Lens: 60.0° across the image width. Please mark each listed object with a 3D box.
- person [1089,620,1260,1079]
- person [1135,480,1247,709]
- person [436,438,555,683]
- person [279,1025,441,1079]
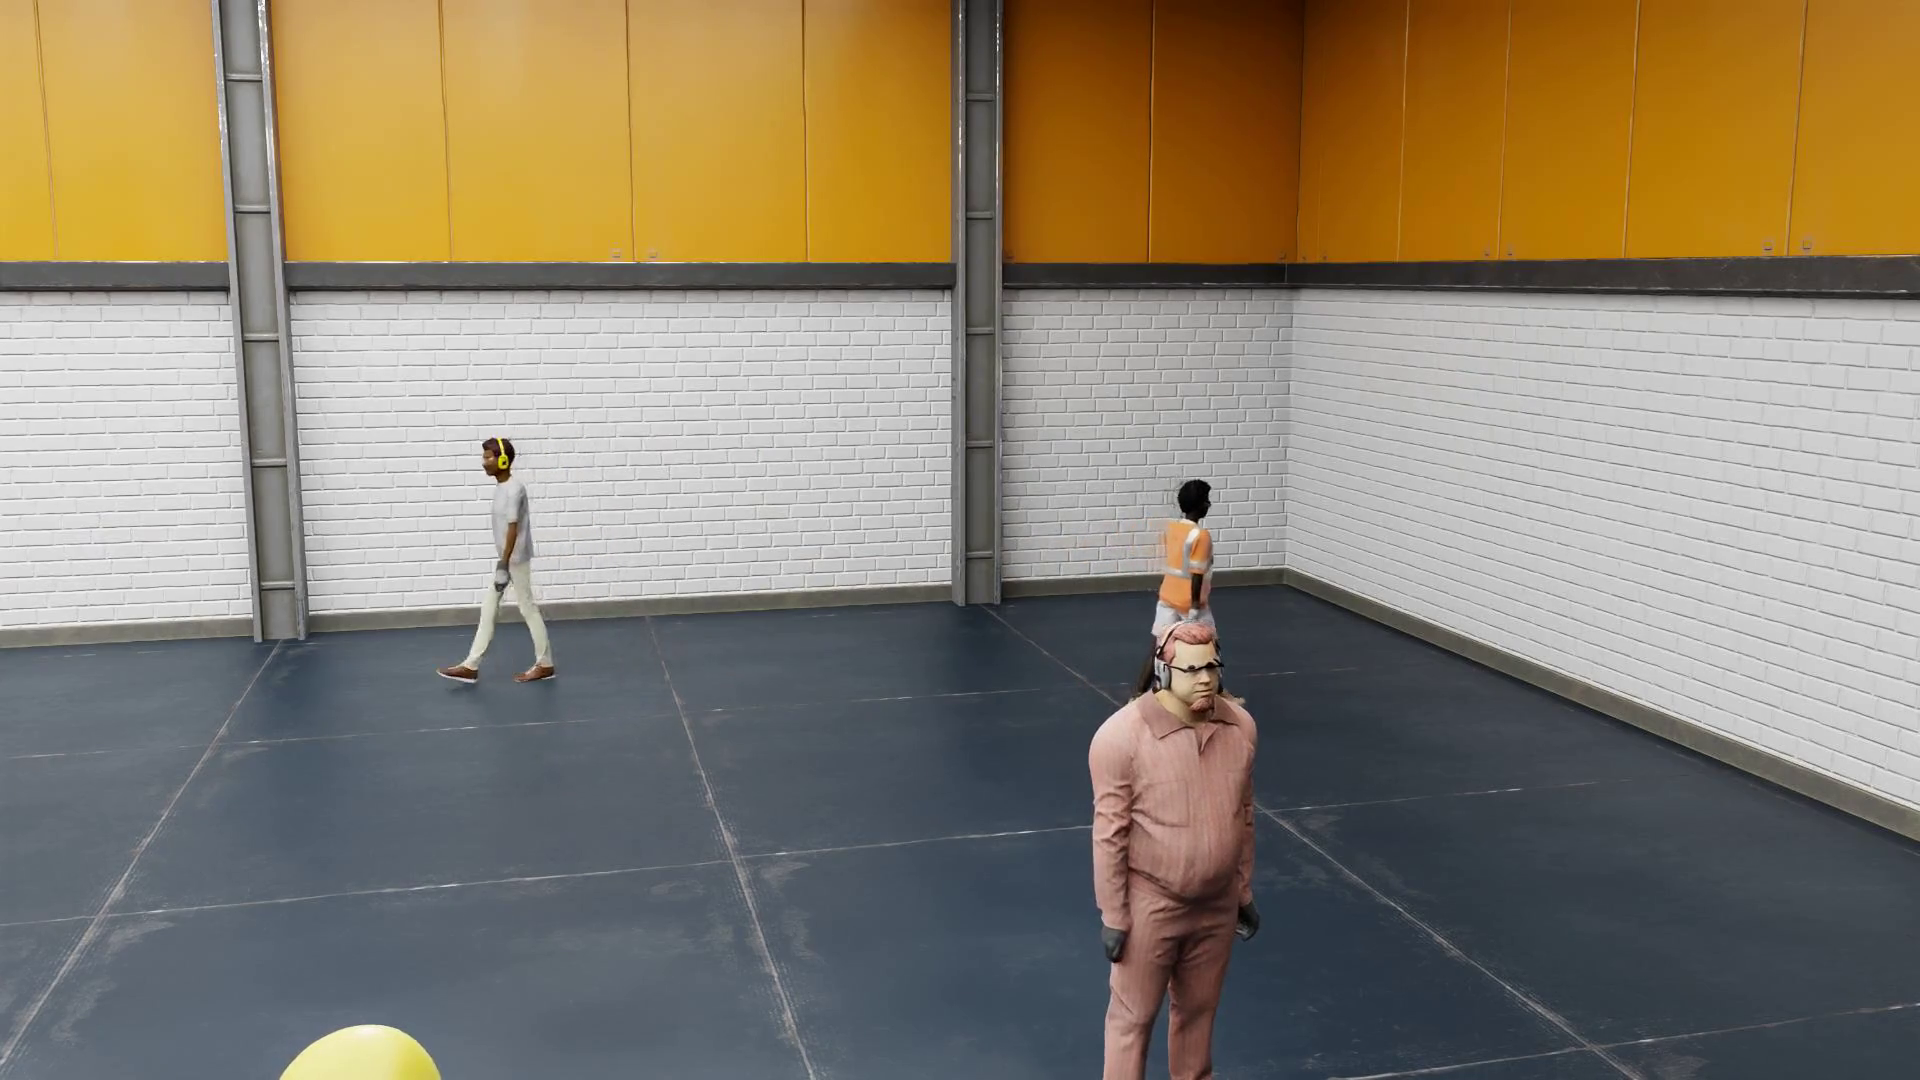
[{"bbox_3d":[0.741,1.204,5.544,0.642,1.910,0.401,-5,10,-26],"label":"person"},{"bbox_3d":[1.538,0.410,11.311,0.890,1.649,0.538,-4,10,-25],"label":"person"},{"bbox_3d":[-3.416,0.176,12.186,0.914,1.829,0.558,-5,11,-30],"label":"person"},{"bbox_3d":[-0.902,1.669,2.580,0.367,1.927,0.590,-4,10,-26],"label":"person"}]
